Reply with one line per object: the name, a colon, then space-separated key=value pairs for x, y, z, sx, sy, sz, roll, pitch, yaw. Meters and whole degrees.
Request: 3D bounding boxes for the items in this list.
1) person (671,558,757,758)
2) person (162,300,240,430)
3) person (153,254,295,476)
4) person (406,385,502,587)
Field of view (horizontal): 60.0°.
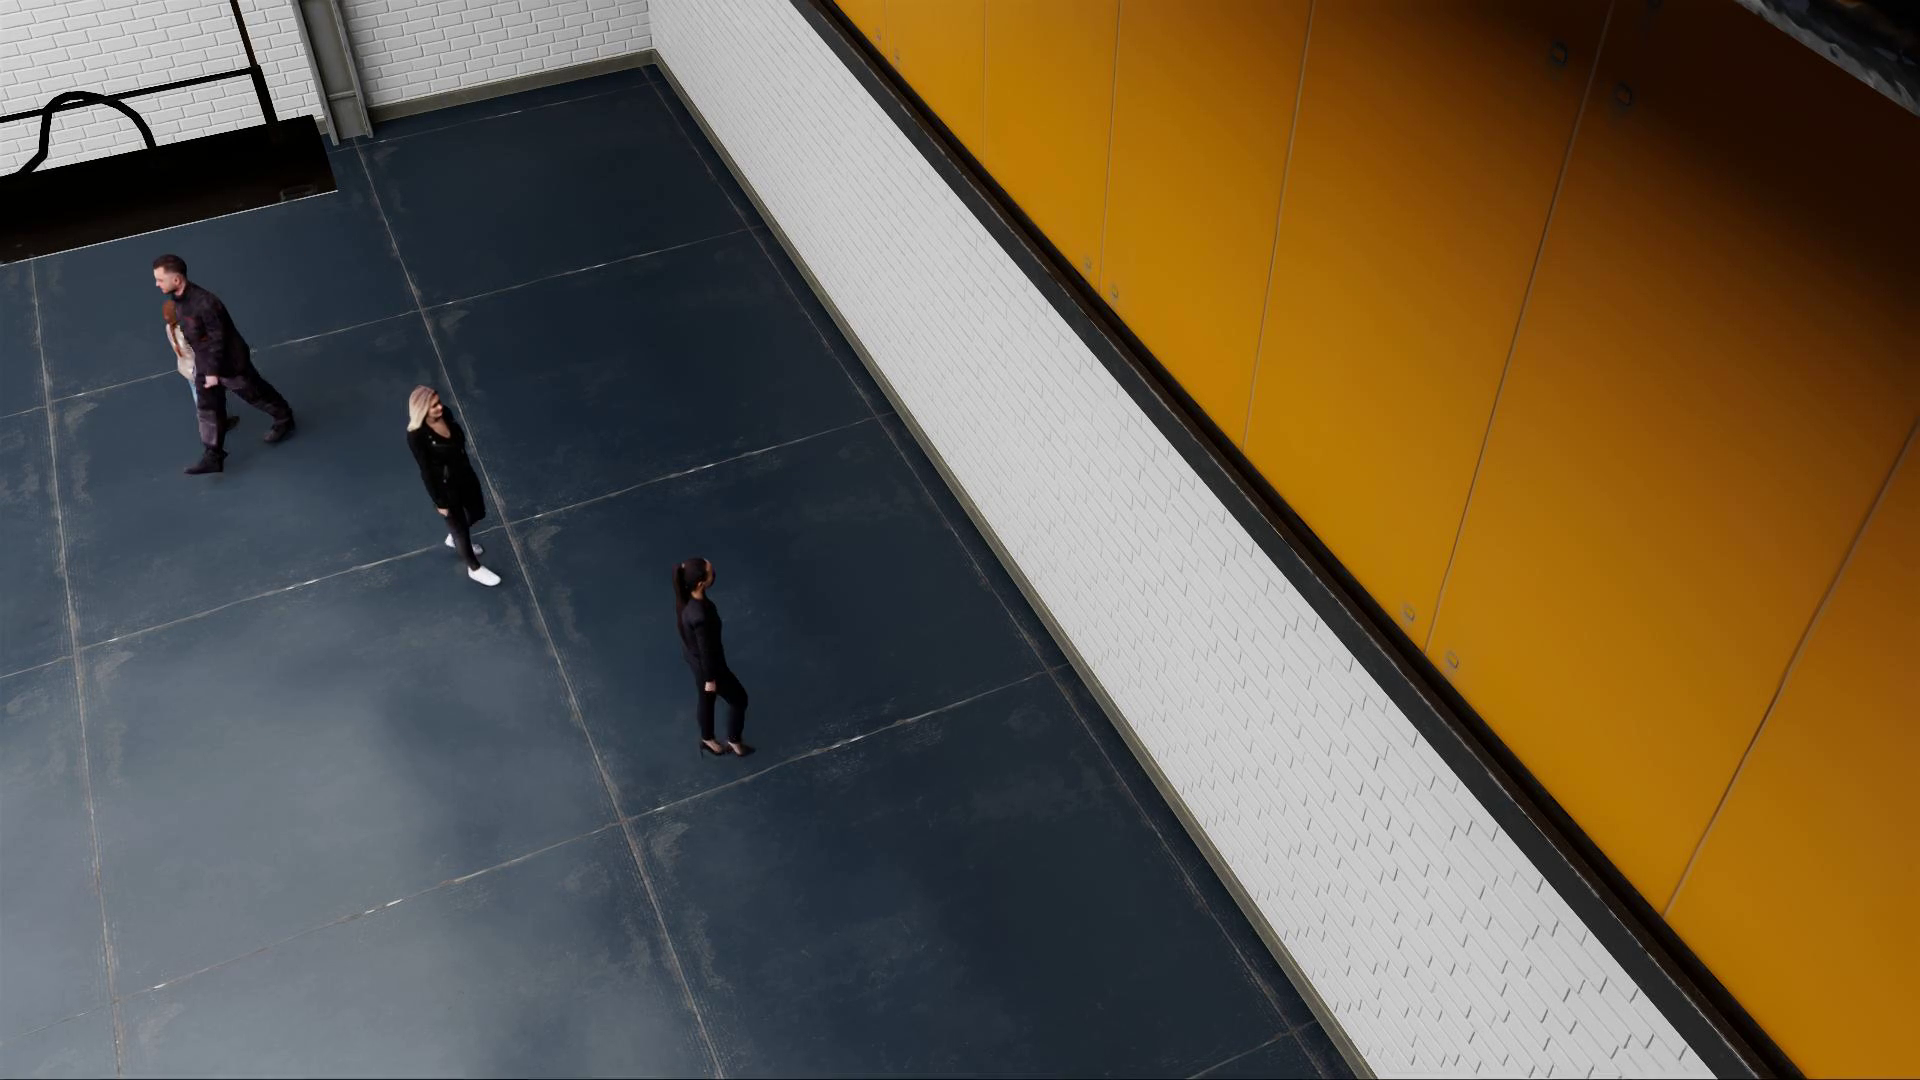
person: x=-1.614 y=0.775 z=10.210 sx=0.585 sy=1.701 sz=0.627 roll=-14 pitch=45 yaw=-14
person: x=-5.895 y=-1.341 z=12.800 sx=0.545 sy=1.193 sz=0.576 roll=28 pitch=50 yaw=26
person: x=-5.428 y=-1.378 z=12.406 sx=1.096 sy=1.790 sz=1.307 roll=26 pitch=49 yaw=25
person: x=-3.562 y=-0.396 z=11.457 sx=0.888 sy=1.677 sz=0.835 roll=18 pitch=47 yaw=18
